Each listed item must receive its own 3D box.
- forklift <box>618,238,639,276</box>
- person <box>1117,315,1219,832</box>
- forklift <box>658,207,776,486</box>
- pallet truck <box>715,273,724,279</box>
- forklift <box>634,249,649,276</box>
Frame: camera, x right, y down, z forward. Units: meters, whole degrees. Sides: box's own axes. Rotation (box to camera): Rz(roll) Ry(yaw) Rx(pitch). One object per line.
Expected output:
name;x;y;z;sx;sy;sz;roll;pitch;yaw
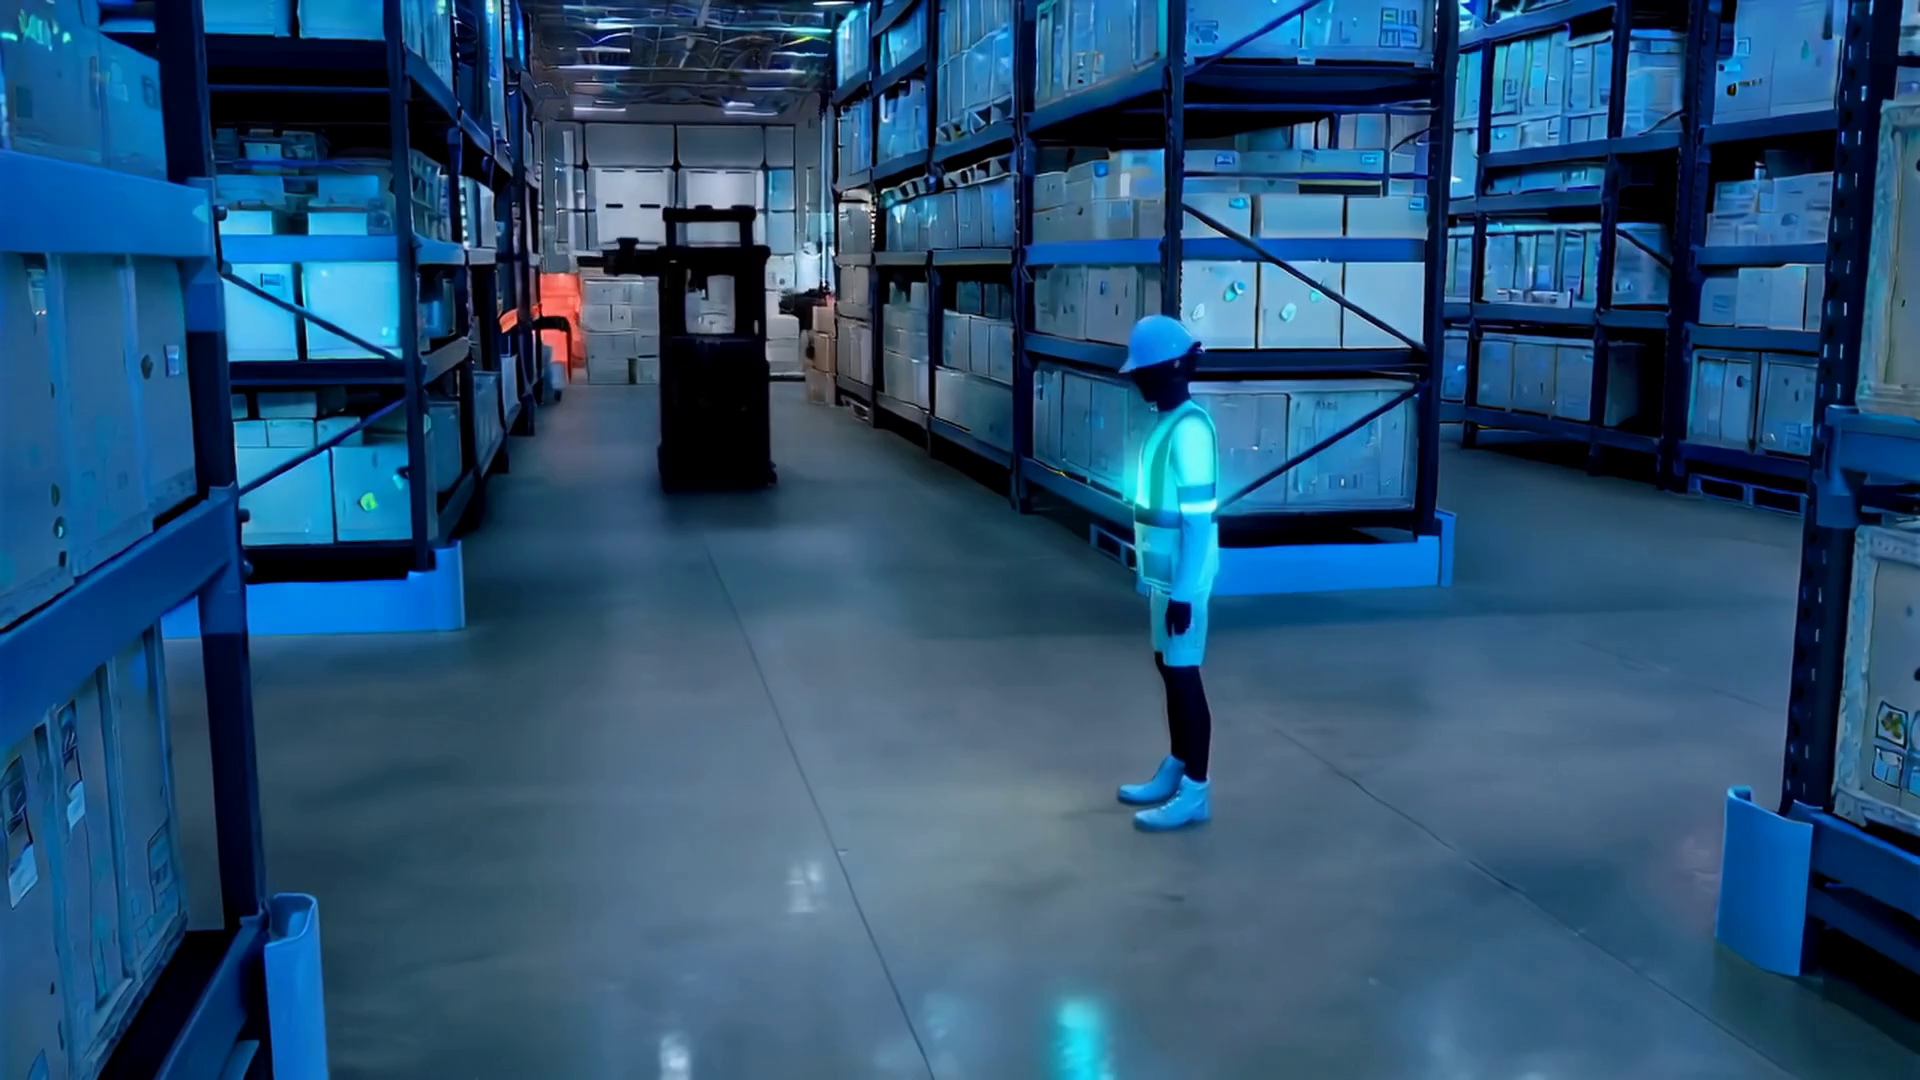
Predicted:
forklift;-7.097;-5.059;35.659;1.873;2.768;1.129;-2;10;-13
person;0.813;0.137;6.571;0.407;2.031;0.610;0;9;-1
forklift;-2.599;-2.056;17.358;1.129;2.768;1.873;-2;10;-12
pallet truck;-8.580;-8.986;62.280;1.885;1.965;0.823;1;9;5
forklift;-11.119;-8.584;57.144;1.129;2.768;1.873;-7;12;-38
